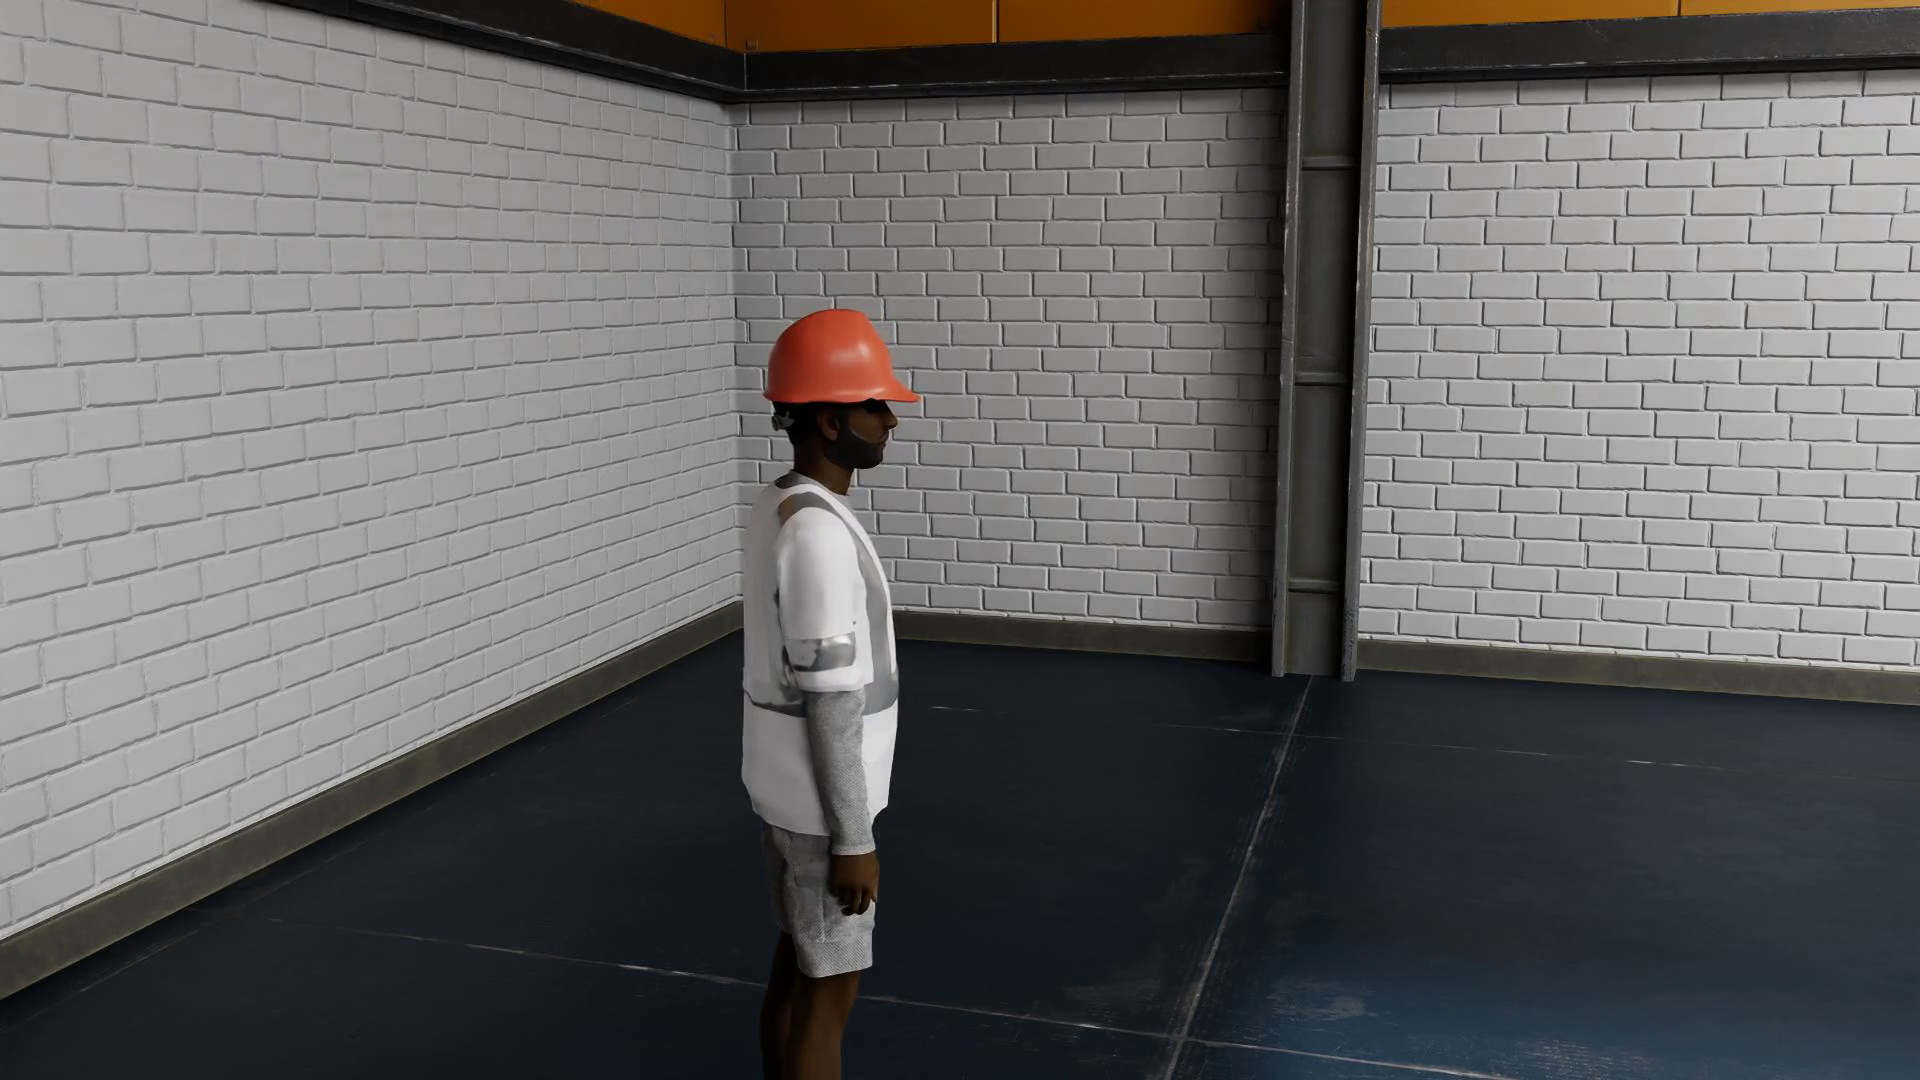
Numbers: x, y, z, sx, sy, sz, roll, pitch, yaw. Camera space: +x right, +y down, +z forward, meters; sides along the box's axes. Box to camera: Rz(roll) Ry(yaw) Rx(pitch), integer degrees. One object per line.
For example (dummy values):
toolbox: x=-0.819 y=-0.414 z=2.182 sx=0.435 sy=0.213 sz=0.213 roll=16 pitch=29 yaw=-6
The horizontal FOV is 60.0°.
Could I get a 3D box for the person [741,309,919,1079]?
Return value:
person: x=-0.260 y=0.507 z=3.398 sx=0.361 sy=1.939 sz=0.543 roll=-3 pitch=10 yaw=-15
